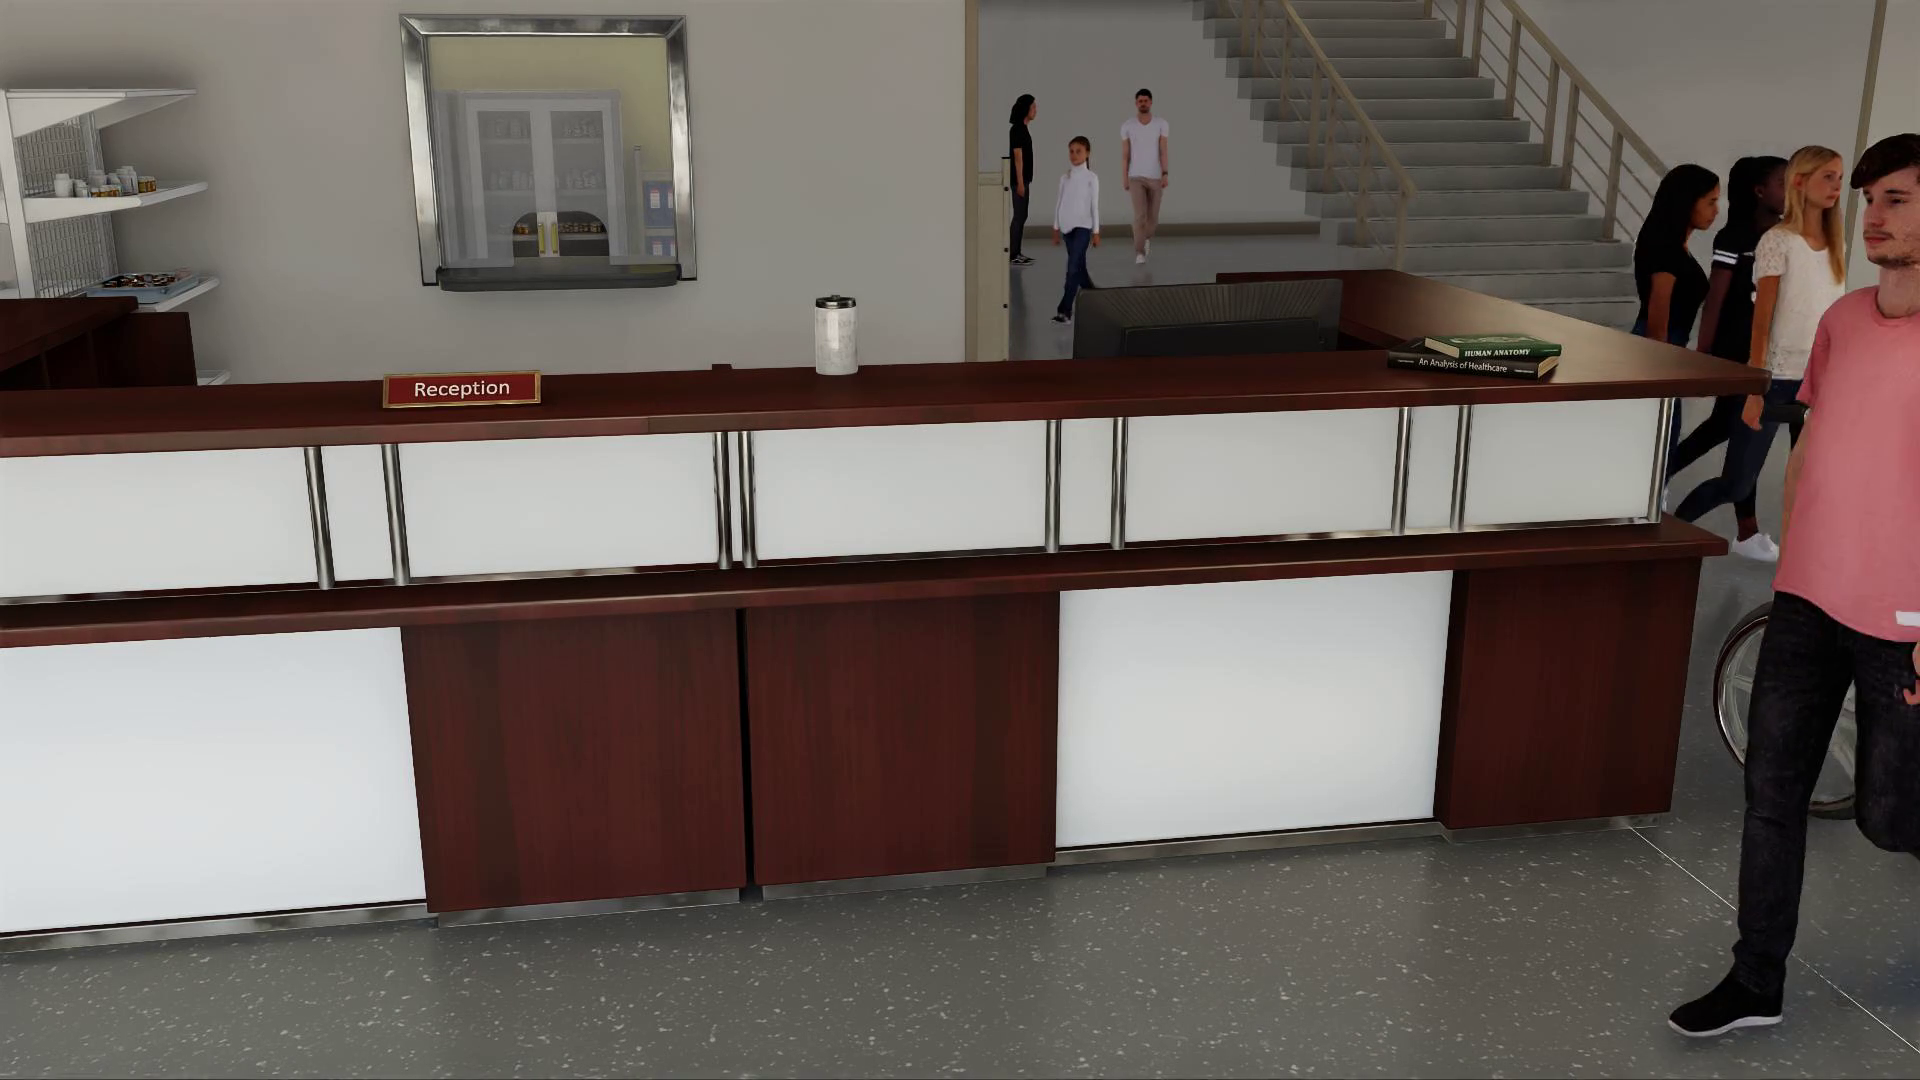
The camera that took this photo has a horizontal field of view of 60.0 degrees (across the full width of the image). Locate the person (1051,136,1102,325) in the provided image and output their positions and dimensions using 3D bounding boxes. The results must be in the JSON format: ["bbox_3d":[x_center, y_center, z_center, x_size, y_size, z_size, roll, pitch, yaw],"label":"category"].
[{"bbox_3d":[1.024,-2.575,13.953,1.027,1.515,1.099,10,19,31],"label":"person"}]

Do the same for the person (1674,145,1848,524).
[{"bbox_3d":[3.051,-0.564,6.323,0.745,1.785,1.150,-6,17,-21],"label":"person"}]

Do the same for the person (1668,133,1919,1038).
[{"bbox_3d":[1.978,0.153,3.496,0.897,1.939,1.055,-8,17,-25],"label":"person"}]

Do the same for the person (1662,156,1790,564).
[{"bbox_3d":[3.348,-0.791,7.302,0.842,1.692,1.225,-7,17,-23],"label":"person"}]

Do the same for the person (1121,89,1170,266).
[{"bbox_3d":[2.044,-3.975,18.272,0.841,1.866,1.159,1,16,3],"label":"person"}]

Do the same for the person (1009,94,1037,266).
[{"bbox_3d":[0.650,-3.966,18.289,0.764,1.828,0.593,3,16,10],"label":"person"}]
